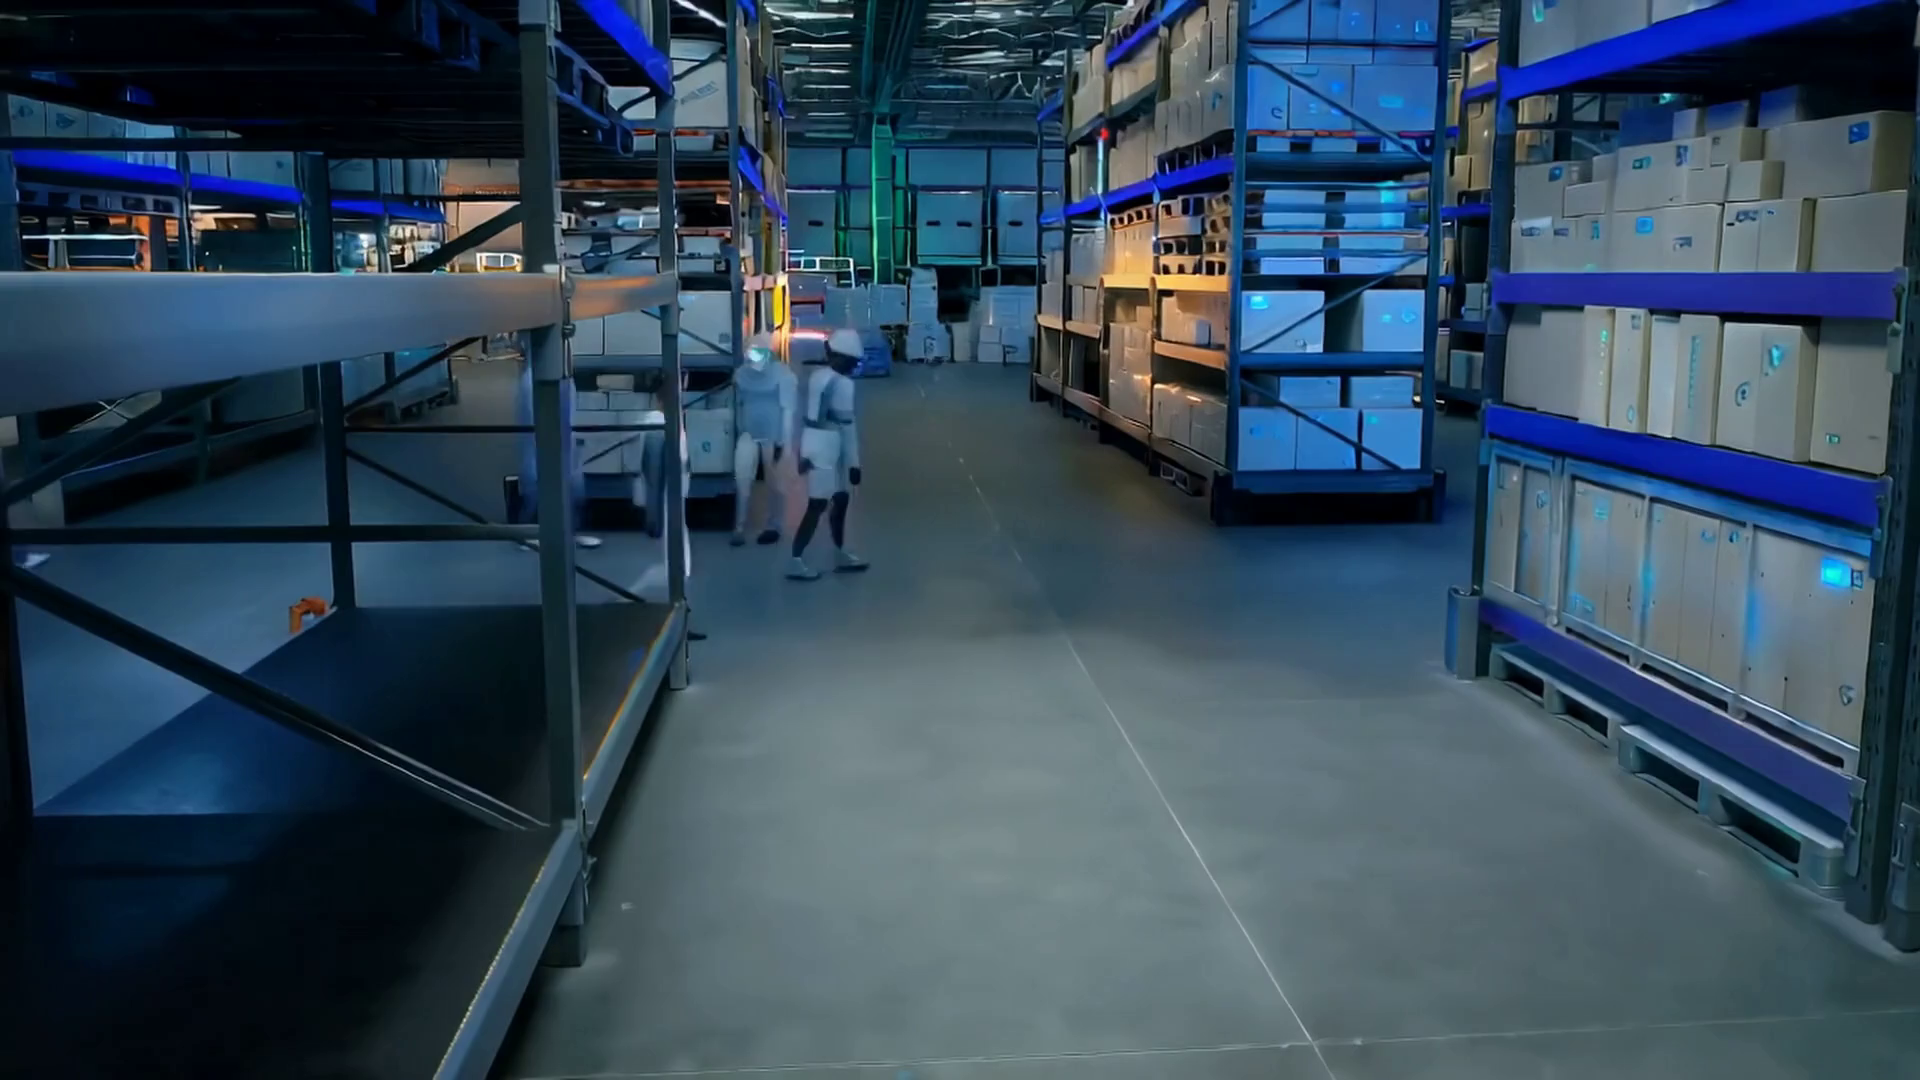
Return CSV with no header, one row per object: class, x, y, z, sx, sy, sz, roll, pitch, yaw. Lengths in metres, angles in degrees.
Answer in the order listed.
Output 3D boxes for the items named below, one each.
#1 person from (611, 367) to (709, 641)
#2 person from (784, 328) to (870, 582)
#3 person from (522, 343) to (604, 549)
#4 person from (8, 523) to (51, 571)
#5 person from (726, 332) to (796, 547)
person,-1.962,-0.216,10.814,0.540,1.824,0.566,-1,9,-6
person,-1.013,-0.665,13.073,0.879,1.986,0.625,-4,10,-23
person,-3.454,-0.816,14.431,0.818,1.861,0.667,4,10,25
person,-7.840,-0.601,13.113,0.987,1.849,0.647,0,9,-3
person,-1.778,-0.870,14.641,0.642,1.904,0.814,4,10,22
